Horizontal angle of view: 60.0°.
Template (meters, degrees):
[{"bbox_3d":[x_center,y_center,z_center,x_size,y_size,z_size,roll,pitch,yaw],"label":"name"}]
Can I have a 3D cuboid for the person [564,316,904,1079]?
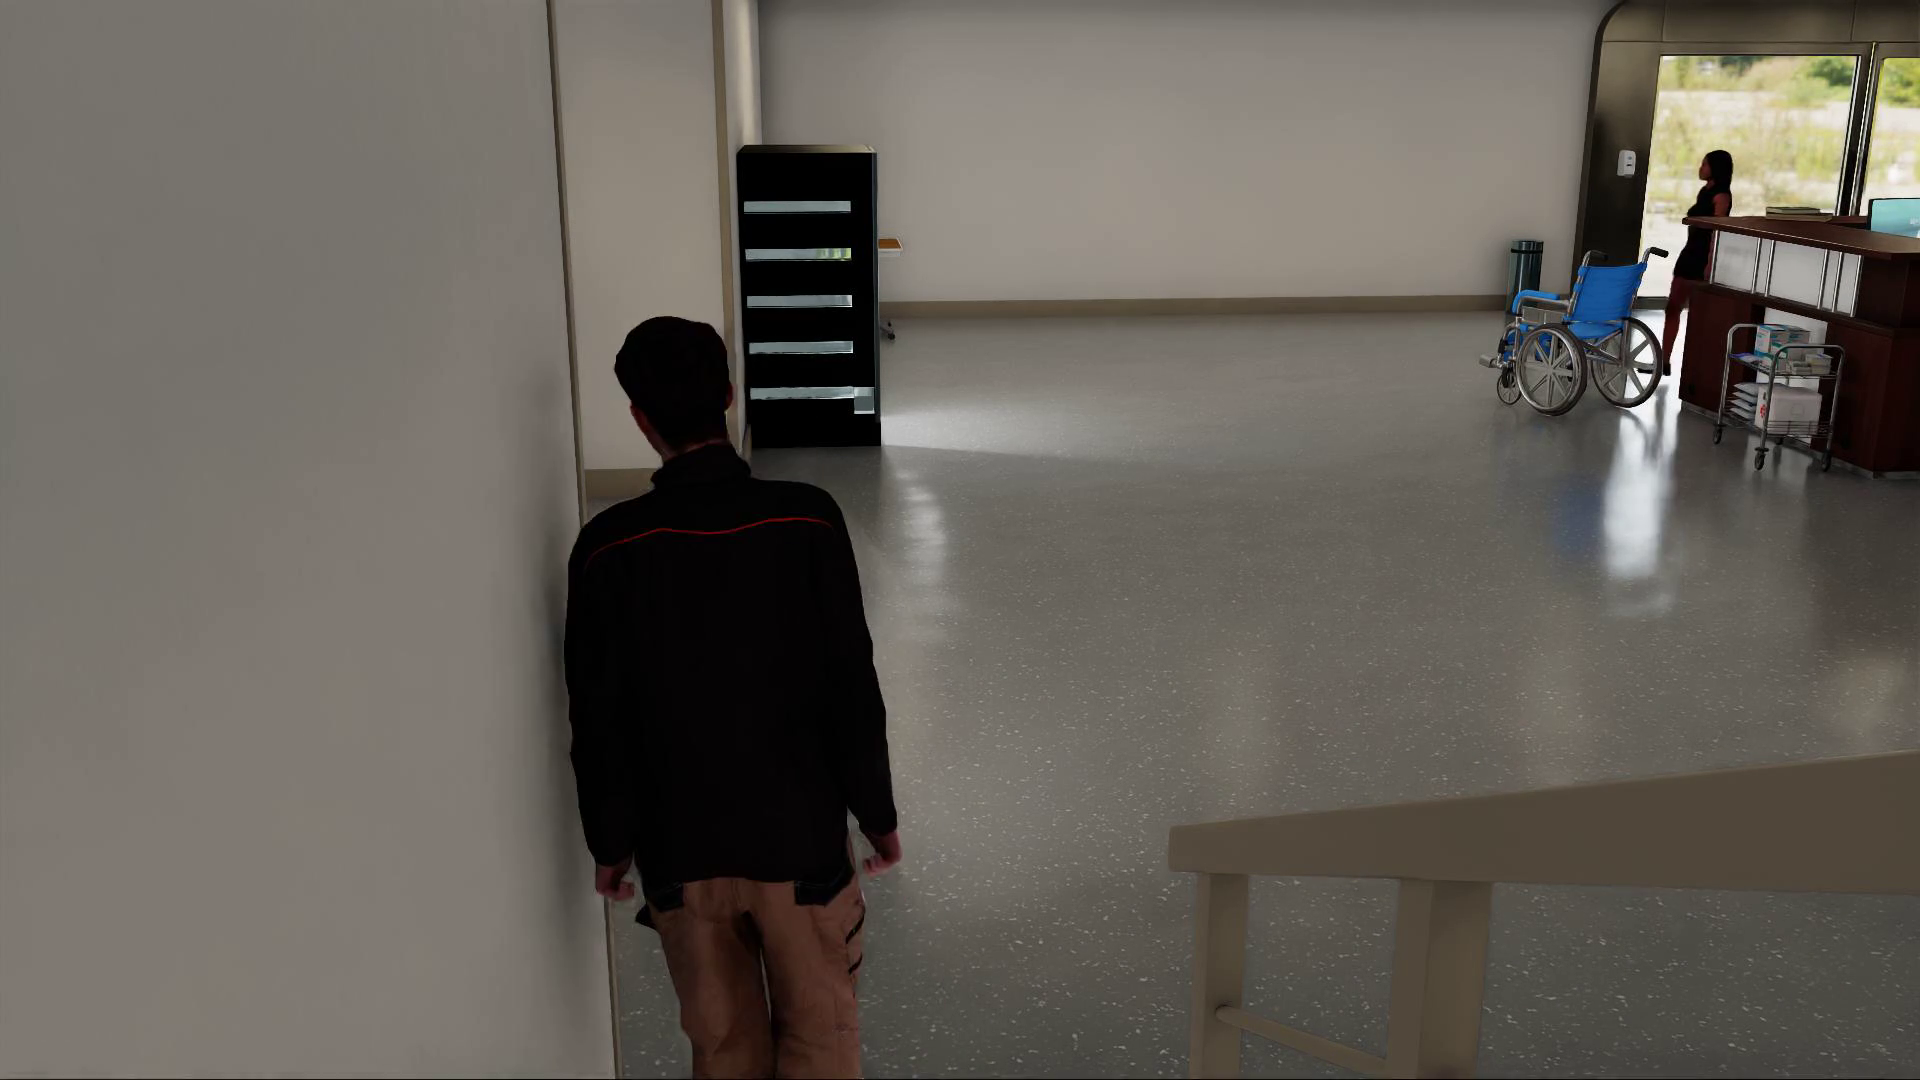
[{"bbox_3d":[-0.389,0.578,2.938,0.771,1.901,0.817,-2,16,-7],"label":"person"}]

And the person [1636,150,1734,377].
[{"bbox_3d":[5.736,-2.055,12.637,0.719,1.706,1.102,0,16,-1],"label":"person"}]
